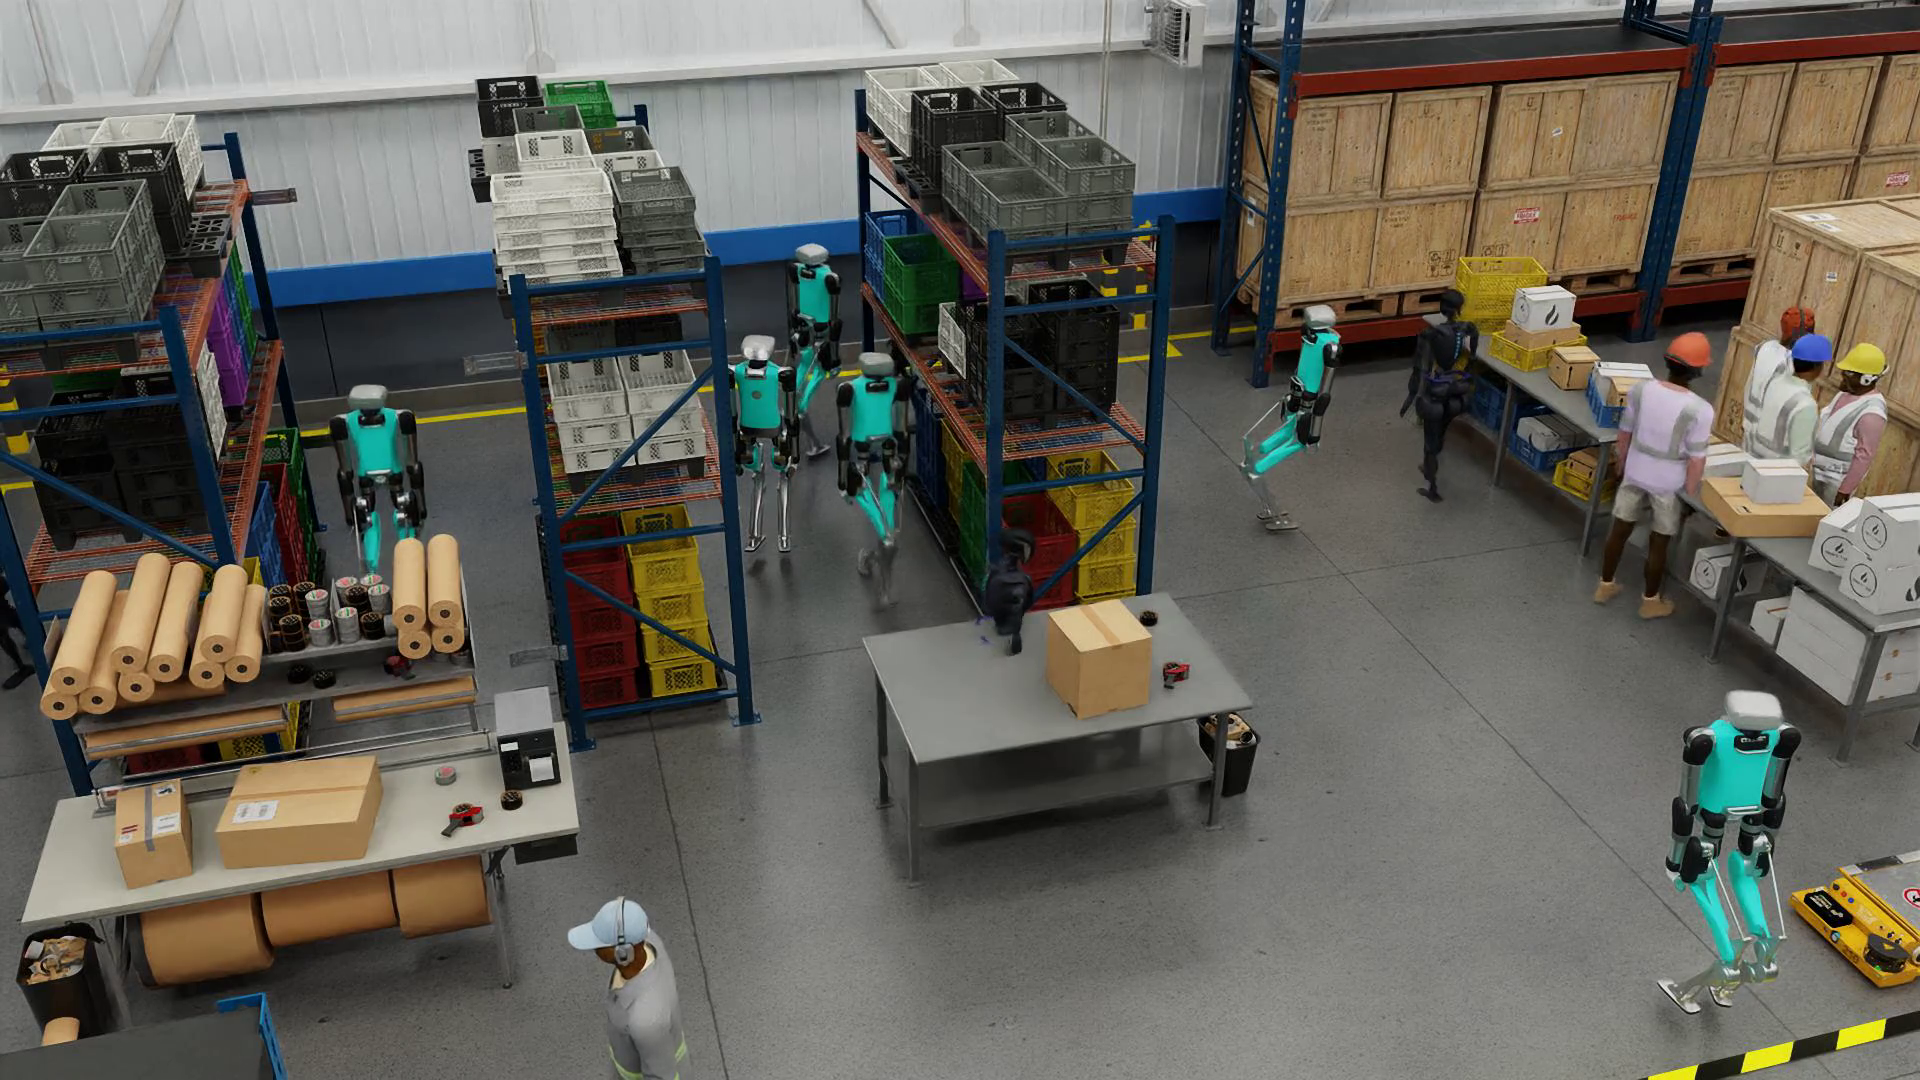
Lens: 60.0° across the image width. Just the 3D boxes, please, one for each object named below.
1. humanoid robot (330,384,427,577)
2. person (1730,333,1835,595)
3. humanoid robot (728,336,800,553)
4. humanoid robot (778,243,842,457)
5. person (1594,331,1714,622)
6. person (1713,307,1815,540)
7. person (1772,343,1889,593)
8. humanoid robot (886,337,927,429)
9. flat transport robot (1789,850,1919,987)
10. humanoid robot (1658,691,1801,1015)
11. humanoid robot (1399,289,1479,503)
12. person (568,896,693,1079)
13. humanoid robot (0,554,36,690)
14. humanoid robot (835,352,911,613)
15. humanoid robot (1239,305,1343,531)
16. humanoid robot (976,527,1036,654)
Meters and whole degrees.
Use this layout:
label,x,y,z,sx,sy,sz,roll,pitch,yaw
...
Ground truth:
label,x,y,z,sx,sy,sz,roll,pitch,yaw
humanoid robot,-3.730,-0.100,10.829,0.542,1.773,0.900,-7,30,-13
person,5.721,-0.484,11.326,0.763,1.918,0.625,0,29,0
humanoid robot,-1.364,-0.726,11.825,0.533,1.672,0.735,2,29,3
humanoid robot,-1.265,-1.396,13.254,0.543,1.871,0.650,23,37,36
person,4.661,-0.429,11.108,0.390,2.039,0.614,-21,35,-33
person,5.778,-0.769,11.883,0.349,1.882,0.582,-2,29,-3
person,6.009,-0.486,11.421,0.404,1.832,0.594,4,29,6
humanoid robot,-0.559,-1.645,13.702,0.650,1.637,0.609,0,29,-1
flat transport robot,5.163,1.916,8.676,1.431,0.231,0.659,-8,30,-14
humanoid robot,3.610,1.547,7.685,0.533,1.674,0.735,-3,29,-5
humanoid robot,3.678,-1.132,12.777,0.585,1.640,0.556,-9,30,-16
person,-1.262,2.154,6.598,0.398,1.851,0.593,-8,30,-13
humanoid robot,-6.092,0.135,10.459,0.476,1.648,0.610,-16,33,-27
humanoid robot,-0.494,-0.333,11.273,0.554,1.765,1.027,-12,31,-21
humanoid robot,2.338,-0.873,12.120,0.737,1.692,0.530,-5,29,-9
humanoid robot,0.217,0.665,9.505,0.411,1.639,0.620,-5,29,-10
